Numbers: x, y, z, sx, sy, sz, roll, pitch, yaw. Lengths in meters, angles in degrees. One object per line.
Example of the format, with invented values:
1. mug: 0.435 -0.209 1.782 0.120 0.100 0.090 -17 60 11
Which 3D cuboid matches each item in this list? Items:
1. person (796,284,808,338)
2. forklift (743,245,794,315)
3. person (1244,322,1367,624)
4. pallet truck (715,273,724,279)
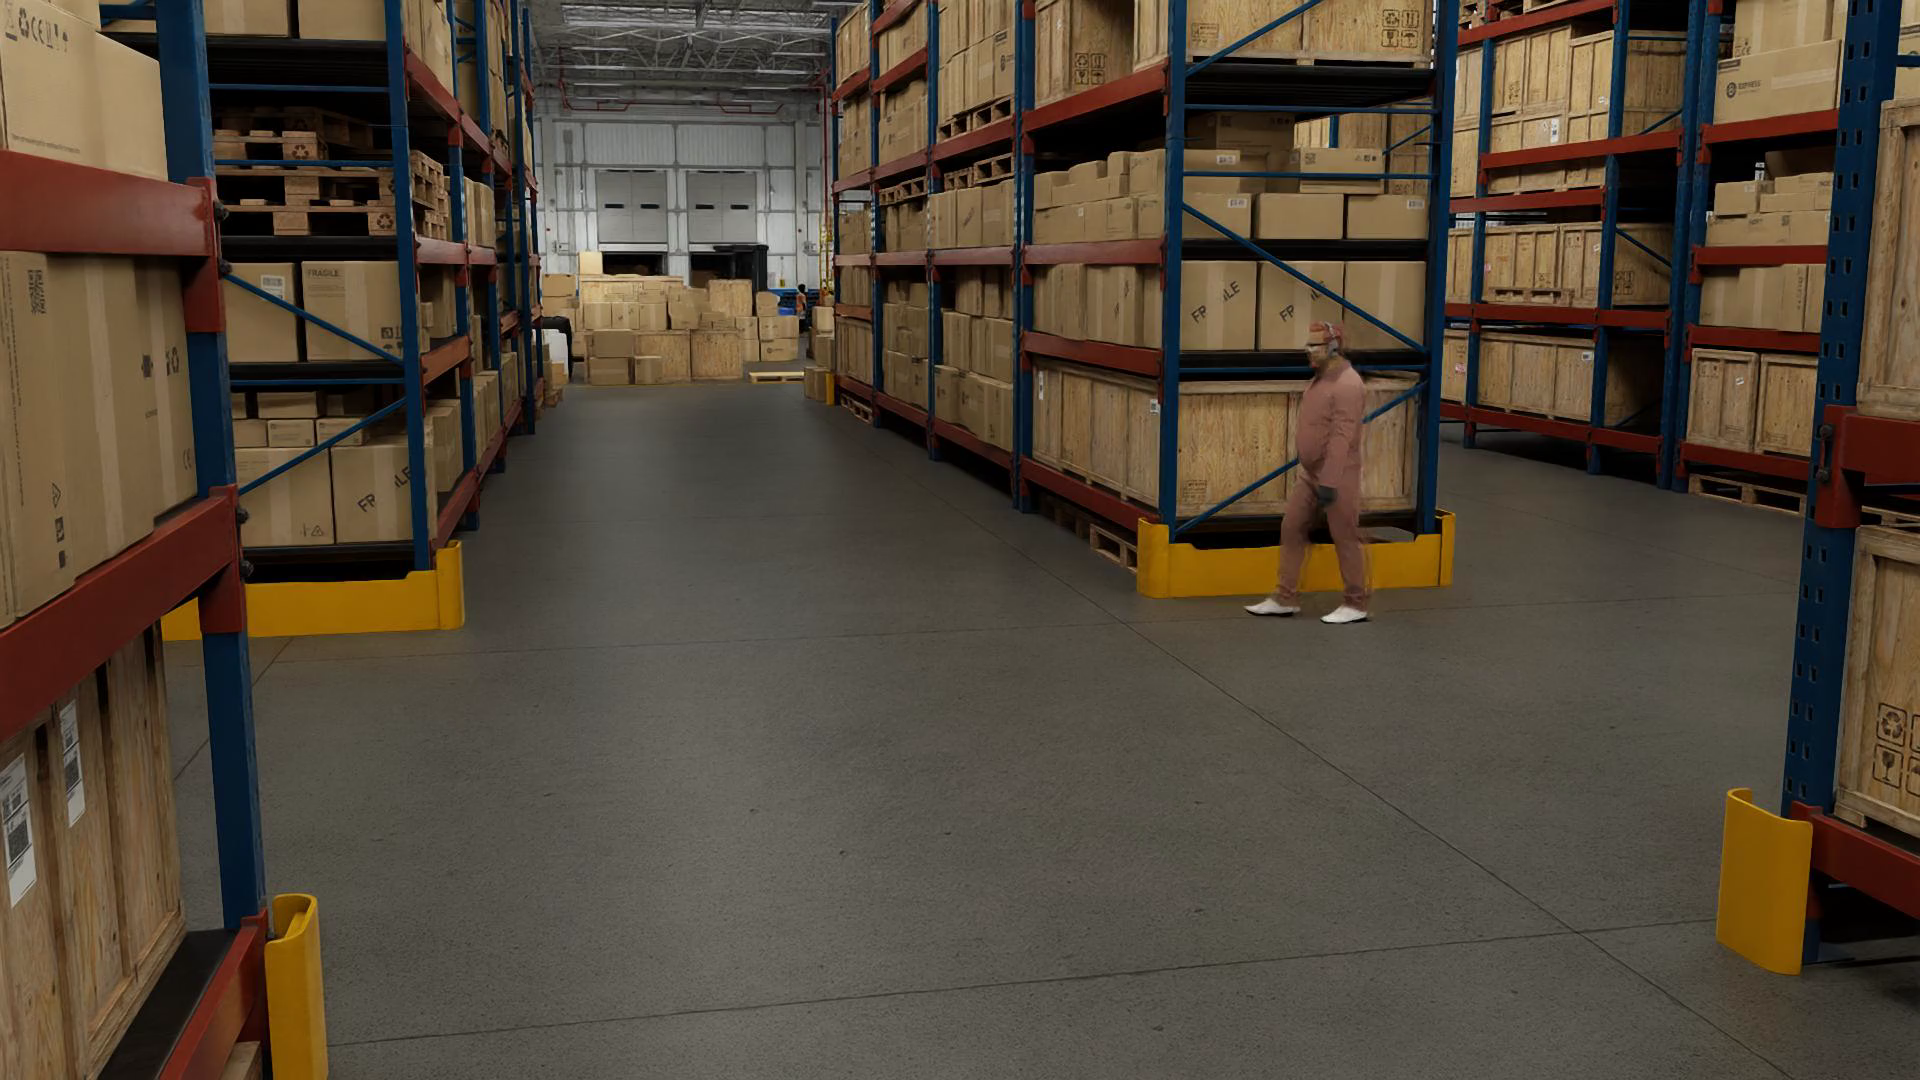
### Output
1. person: -5.001 -7.236 52.523 0.317 1.695 0.540 -5 10 -27
2. forklift: -5.578 -6.690 45.602 1.873 2.768 1.129 -7 12 -36
3. person: 2.170 -0.399 10.287 0.854 1.873 0.670 -2 9 -10
4. pallet truck: -8.580 -8.986 62.280 1.885 1.965 0.823 1 9 5
